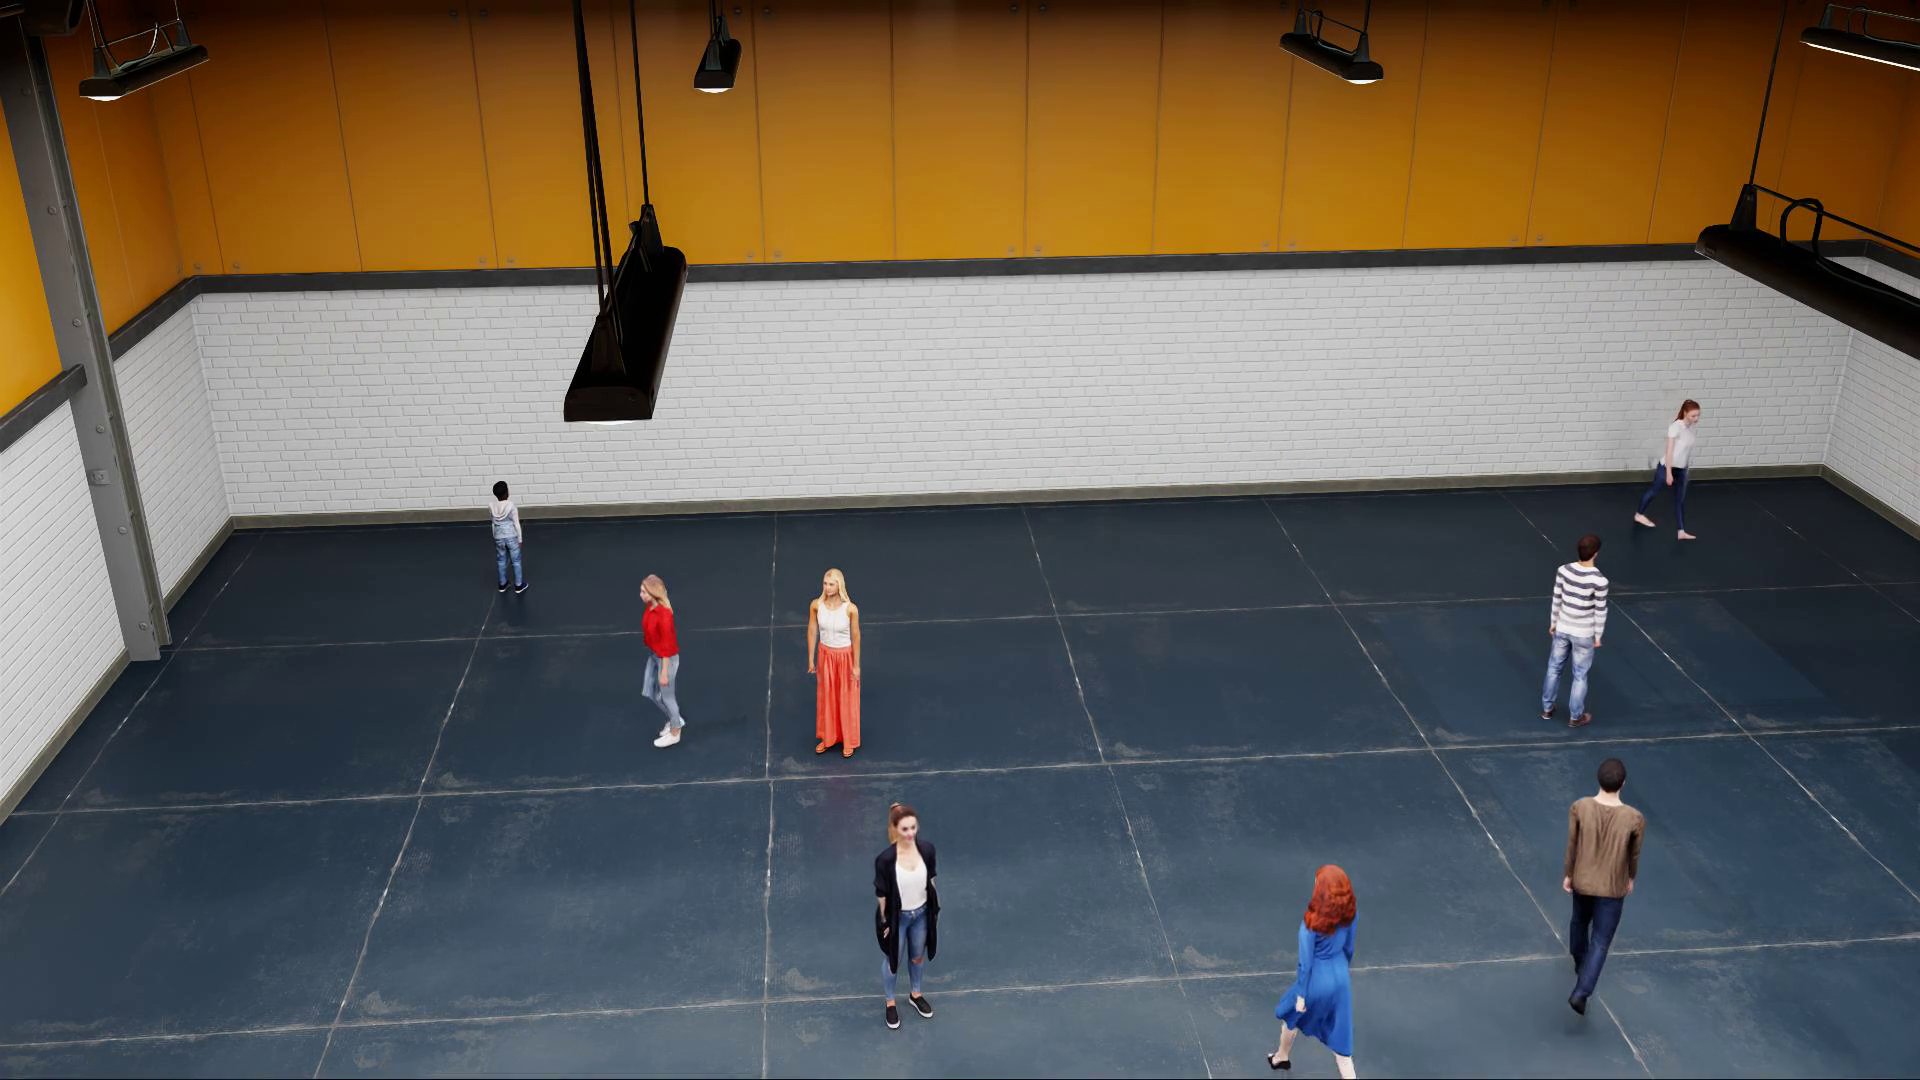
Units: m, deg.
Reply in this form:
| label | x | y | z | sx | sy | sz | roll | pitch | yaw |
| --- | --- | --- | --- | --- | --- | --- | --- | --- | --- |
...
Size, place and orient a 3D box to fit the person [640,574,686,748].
| label | x | y | z | sx | sy | sz | roll | pitch | yaw |
| --- | --- | --- | --- | --- | --- | --- | --- | --- | --- |
| person | -2.582 | 1.066 | 14.853 | 0.785 | 1.698 | 0.671 | -13 | 27 | -28 |

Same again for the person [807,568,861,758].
| label | x | y | z | sx | sy | sz | roll | pitch | yaw |
| --- | --- | --- | --- | --- | --- | --- | --- | --- | --- |
| person | -1.086 | 1.074 | 14.706 | 0.708 | 1.801 | 0.694 | 6 | 24 | 14 |

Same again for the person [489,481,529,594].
| label | x | y | z | sx | sy | sz | roll | pitch | yaw |
| --- | --- | --- | --- | --- | --- | --- | --- | --- | --- |
| person | -4.896 | -0.038 | 17.928 | 0.509 | 1.258 | 0.530 | 3 | 24 | 7 |

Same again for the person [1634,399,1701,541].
| label | x | y | z | sx | sy | sz | roll | pitch | yaw |
| --- | --- | --- | --- | --- | --- | --- | --- | --- | --- |
| person | 8.179 | -0.850 | 19.269 | 0.855 | 1.671 | 1.204 | -13 | 27 | -28 |

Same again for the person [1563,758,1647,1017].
| label | x | y | z | sx | sy | sz | roll | pitch | yaw |
| --- | --- | --- | --- | --- | --- | --- | --- | --- | --- |
| person | 4.432 | 2.419 | 11.557 | 1.110 | 1.859 | 1.240 | 15 | 28 | 30 |

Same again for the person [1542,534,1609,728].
| label | x | y | z | sx | sy | sz | roll | pitch | yaw |
| --- | --- | --- | --- | --- | --- | --- | --- | --- | --- |
| person | 5.630 | 0.819 | 15.223 | 0.781 | 1.854 | 0.696 | -22 | 32 | -40 |

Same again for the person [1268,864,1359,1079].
| label | x | y | z | sx | sy | sz | roll | pitch | yaw |
| --- | --- | --- | --- | --- | --- | --- | --- | --- | --- |
| person | 2.352 | 2.919 | 10.506 | 0.879 | 1.785 | 1.215 | -10 | 26 | -22 |

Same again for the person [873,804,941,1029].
| label | x | y | z | sx | sy | sz | roll | pitch | yaw |
| --- | --- | --- | --- | --- | --- | --- | --- | --- | --- |
| person | -0.379 | 2.566 | 11.443 | 0.678 | 1.680 | 0.665 | -10 | 26 | -22 |
